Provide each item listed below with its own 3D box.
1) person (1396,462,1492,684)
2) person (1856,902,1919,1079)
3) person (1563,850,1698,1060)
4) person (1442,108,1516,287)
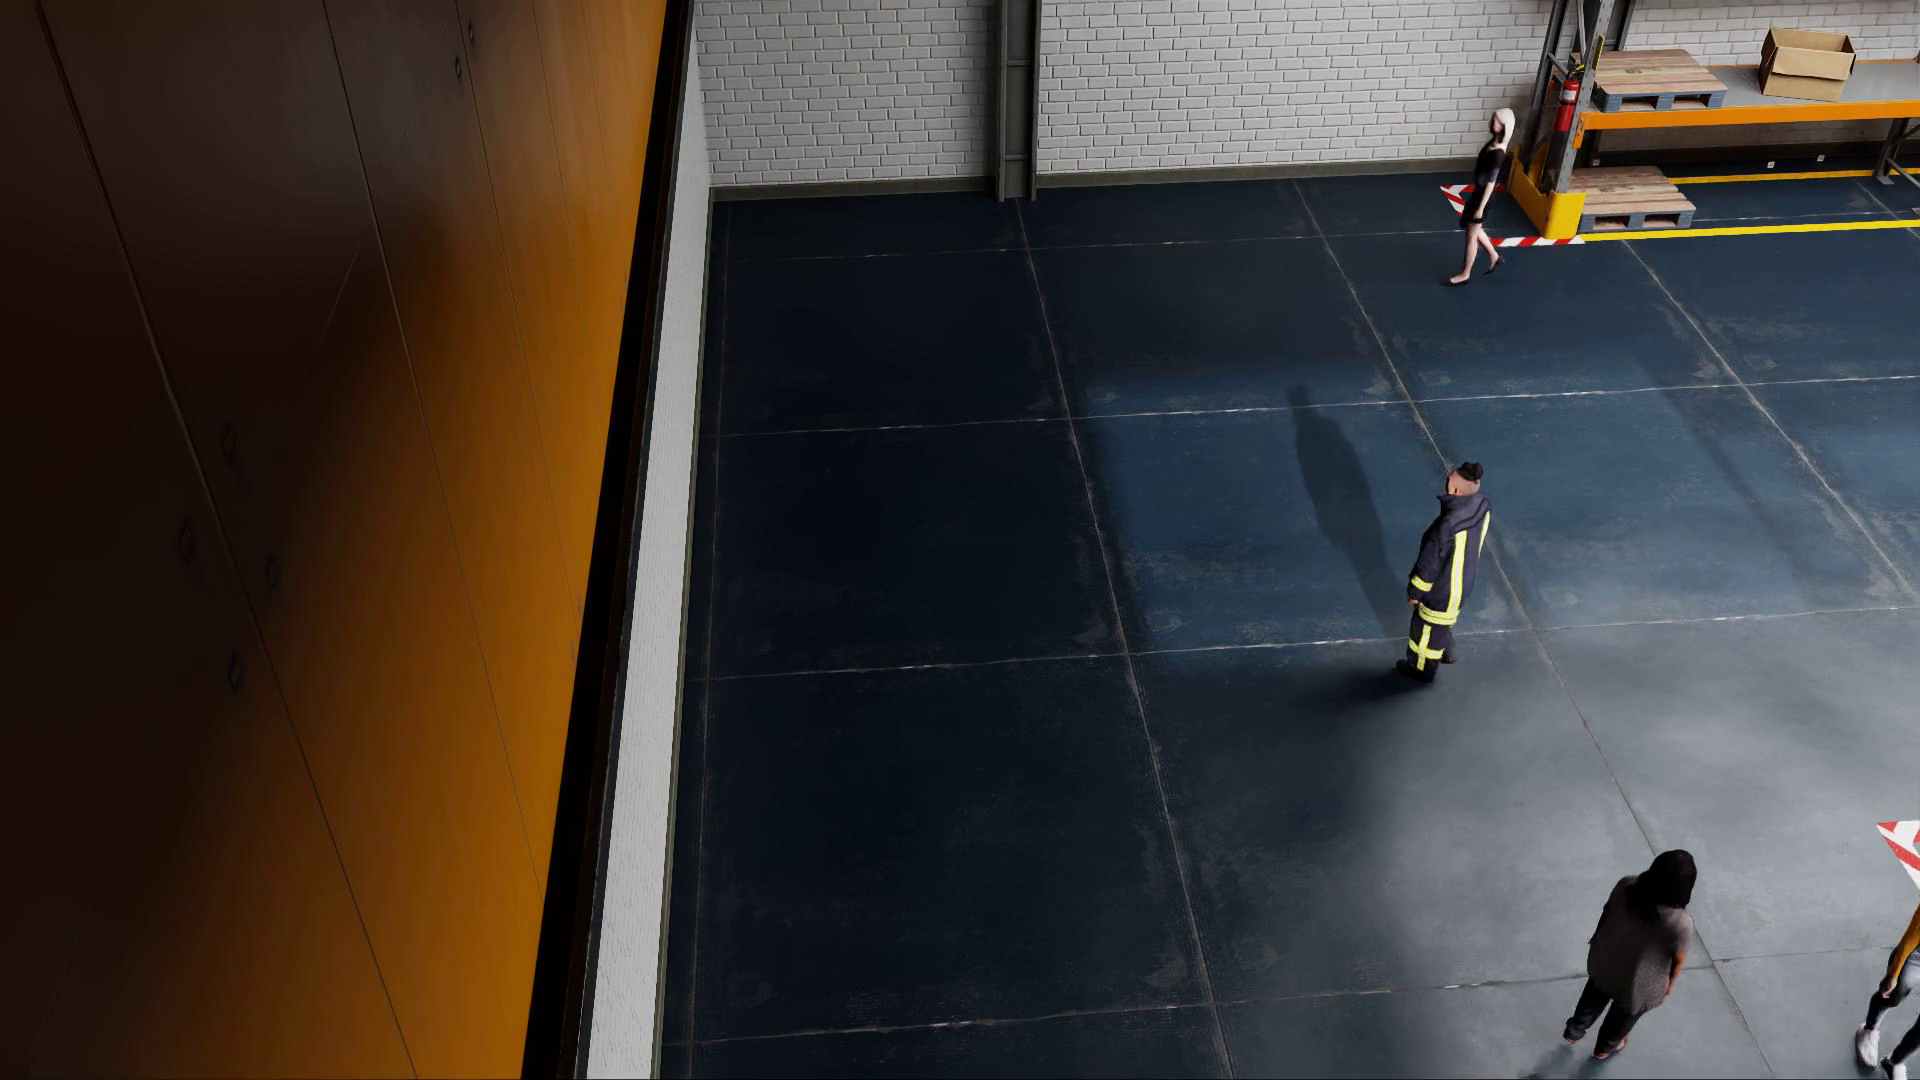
[{"bbox_3d":[3.323,0.255,11.171,0.976,1.851,0.905,32,48,33],"label":"person"},{"bbox_3d":[5.129,2.185,8.850,0.763,1.731,0.792,12,40,14],"label":"person"},{"bbox_3d":[3.543,2.258,8.870,0.856,1.593,0.794,-26,45,-29],"label":"person"},{"bbox_3d":[4.943,-3.159,15.471,0.850,1.820,0.727,7,39,9],"label":"person"}]
